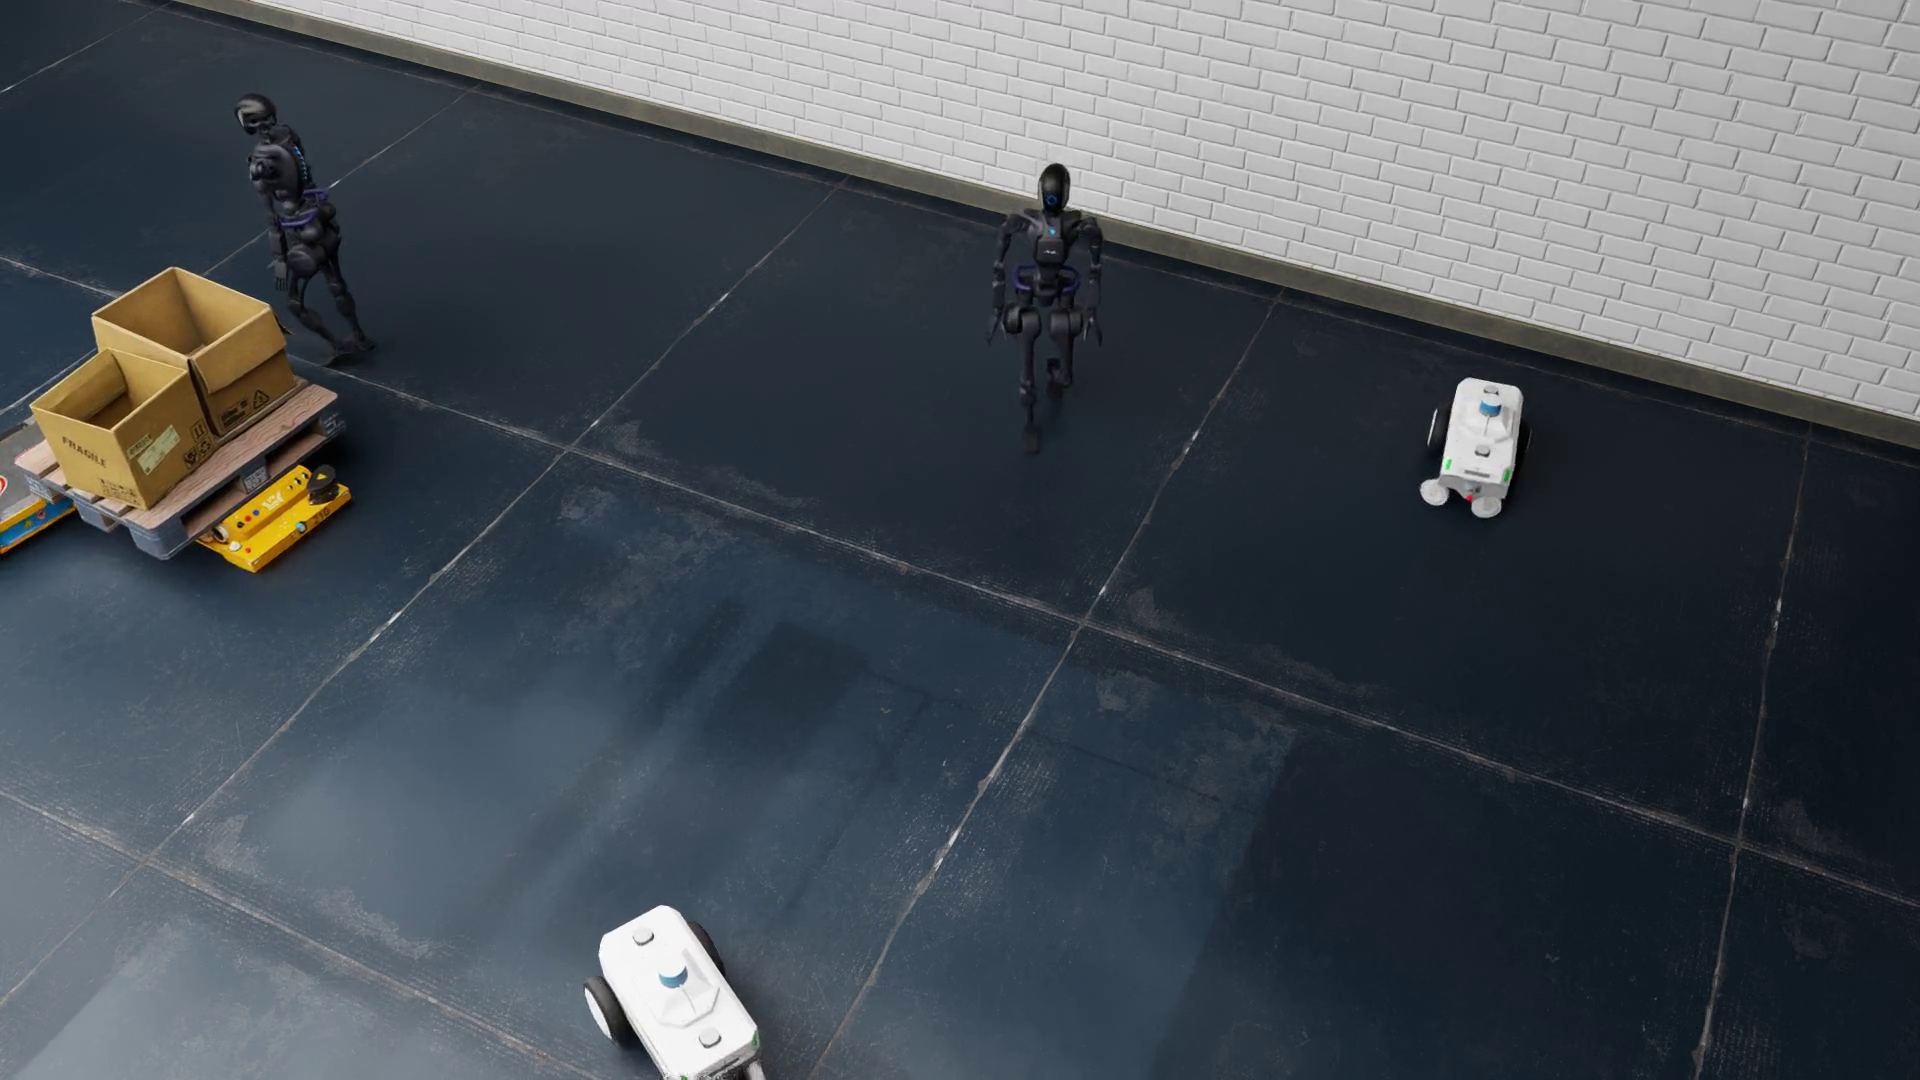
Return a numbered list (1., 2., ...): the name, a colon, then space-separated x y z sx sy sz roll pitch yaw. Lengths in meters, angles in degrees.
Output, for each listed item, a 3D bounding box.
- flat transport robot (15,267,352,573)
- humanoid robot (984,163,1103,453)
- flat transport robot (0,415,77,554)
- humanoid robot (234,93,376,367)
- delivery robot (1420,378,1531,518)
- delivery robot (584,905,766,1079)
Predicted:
1. flat transport robot: -3.918 -0.330 8.611 1.431 0.231 0.659 22 47 22
2. humanoid robot: 0.429 -1.250 8.572 0.610 1.636 0.564 0 43 0
3. flat transport robot: -4.886 -0.226 8.499 0.659 0.231 1.431 26 49 25
4. humanoid robot: -3.562 -1.670 9.020 0.332 1.645 0.590 2 43 3
5. delivery robot: 2.680 -0.510 8.579 0.510 0.573 0.745 12 44 13
6. delivery robot: -1.053 1.728 6.188 0.499 0.605 0.781 -25 49 -25
